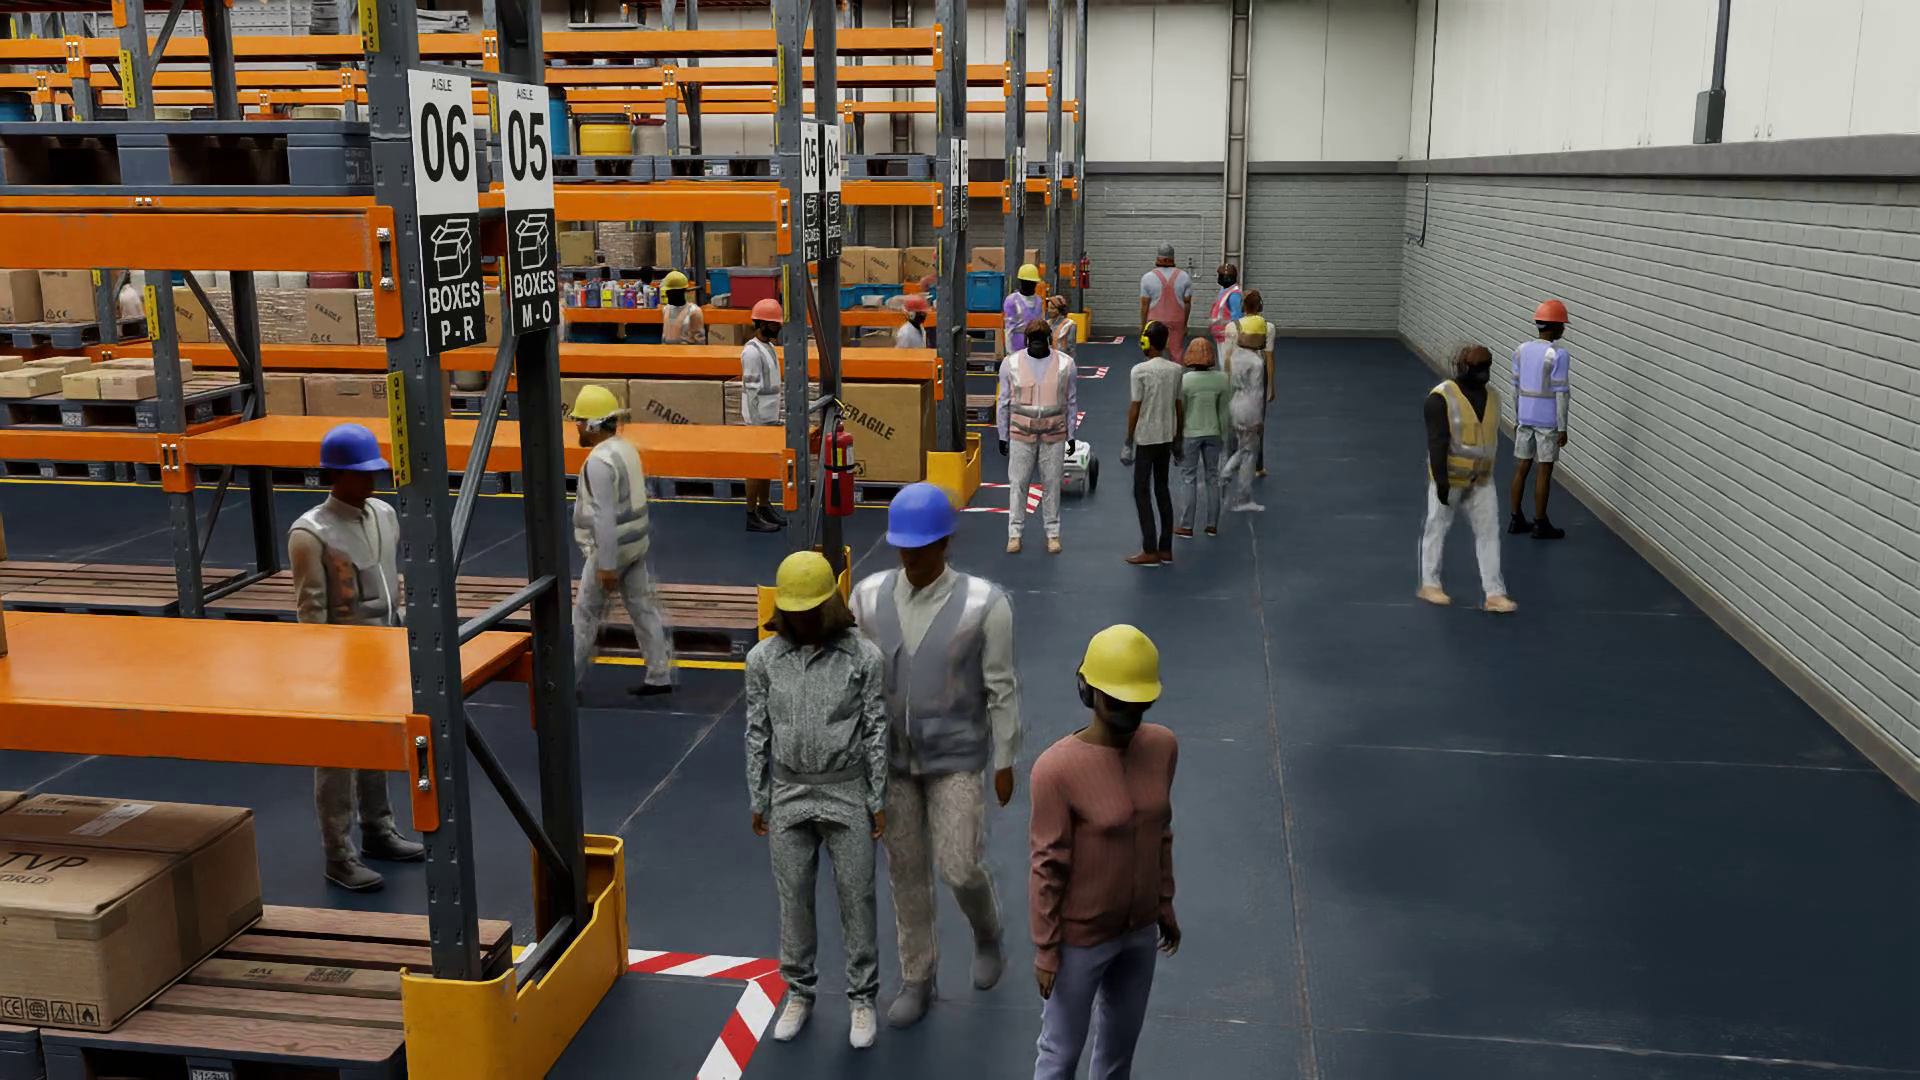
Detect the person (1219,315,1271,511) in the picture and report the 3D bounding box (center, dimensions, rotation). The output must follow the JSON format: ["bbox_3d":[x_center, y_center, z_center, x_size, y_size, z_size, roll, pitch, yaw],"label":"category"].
[{"bbox_3d":[2.489,-1.093,14.509,0.409,1.727,0.510,-4,13,-19],"label":"person"}]

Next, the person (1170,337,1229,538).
[{"bbox_3d":[1.944,-0.830,13.541,0.500,1.636,0.284,-4,13,-19],"label":"person"}]

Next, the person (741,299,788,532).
[{"bbox_3d":[-1.601,-1.027,13.774,0.387,1.929,0.543,3,13,12],"label":"person"}]

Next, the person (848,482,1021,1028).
[{"bbox_3d":[-0.110,0.735,5.800,0.628,1.930,0.486,5,14,22],"label":"person"}]

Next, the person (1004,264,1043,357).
[{"bbox_3d":[0.754,-2.205,19.112,0.602,1.917,0.412,-12,17,-42],"label":"person"}]

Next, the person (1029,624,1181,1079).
[{"bbox_3d":[0.416,1.082,4.618,0.530,1.765,0.326,-10,16,-37],"label":"person"}]

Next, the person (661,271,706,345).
[{"bbox_3d":[-2.937,-1.869,17.576,0.589,1.923,0.383,10,16,38],"label":"person"}]

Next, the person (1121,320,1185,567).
[{"bbox_3d":[1.481,-0.727,12.594,0.517,1.855,0.341,-10,16,-37],"label":"person"}]

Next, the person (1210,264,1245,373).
[{"bbox_3d":[3.297,-2.484,20.549,0.430,1.840,0.621,-1,13,-3],"label":"person"}]

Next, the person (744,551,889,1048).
[{"bbox_3d":[-0.487,0.875,5.628,0.494,1.729,0.325,1,13,6],"label":"person"}]

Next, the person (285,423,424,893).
[{"bbox_3d":[-2.504,0.474,6.942,0.406,1.947,0.606,4,13,17],"label":"person"}]

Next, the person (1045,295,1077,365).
[{"bbox_3d":[1.073,-1.851,18.165,0.320,1.631,0.525,-11,17,-41],"label":"person"}]

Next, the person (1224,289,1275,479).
[{"bbox_3d":[2.812,-1.514,16.178,0.504,1.839,0.346,7,14,29],"label":"person"}]

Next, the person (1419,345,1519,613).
[{"bbox_3d":[3.441,-0.394,11.199,0.641,1.806,0.873,-5,13,-21],"label":"person"}]

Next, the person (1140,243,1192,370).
[{"bbox_3d":[2.680,-2.877,21.859,0.673,2.000,0.536,-1,13,-3],"label":"person"}]

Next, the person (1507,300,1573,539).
[{"bbox_3d":[4.733,-0.978,13.523,0.356,1.934,0.552,-7,14,-28],"label":"person"}]

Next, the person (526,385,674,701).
[{"bbox_3d":[-2.023,0.040,9.253,0.873,1.789,0.623,2,13,7],"label":"person"}]

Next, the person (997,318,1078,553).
[{"bbox_3d":[0.603,-0.809,12.977,0.633,1.841,0.429,0,12,0],"label":"person"}]
